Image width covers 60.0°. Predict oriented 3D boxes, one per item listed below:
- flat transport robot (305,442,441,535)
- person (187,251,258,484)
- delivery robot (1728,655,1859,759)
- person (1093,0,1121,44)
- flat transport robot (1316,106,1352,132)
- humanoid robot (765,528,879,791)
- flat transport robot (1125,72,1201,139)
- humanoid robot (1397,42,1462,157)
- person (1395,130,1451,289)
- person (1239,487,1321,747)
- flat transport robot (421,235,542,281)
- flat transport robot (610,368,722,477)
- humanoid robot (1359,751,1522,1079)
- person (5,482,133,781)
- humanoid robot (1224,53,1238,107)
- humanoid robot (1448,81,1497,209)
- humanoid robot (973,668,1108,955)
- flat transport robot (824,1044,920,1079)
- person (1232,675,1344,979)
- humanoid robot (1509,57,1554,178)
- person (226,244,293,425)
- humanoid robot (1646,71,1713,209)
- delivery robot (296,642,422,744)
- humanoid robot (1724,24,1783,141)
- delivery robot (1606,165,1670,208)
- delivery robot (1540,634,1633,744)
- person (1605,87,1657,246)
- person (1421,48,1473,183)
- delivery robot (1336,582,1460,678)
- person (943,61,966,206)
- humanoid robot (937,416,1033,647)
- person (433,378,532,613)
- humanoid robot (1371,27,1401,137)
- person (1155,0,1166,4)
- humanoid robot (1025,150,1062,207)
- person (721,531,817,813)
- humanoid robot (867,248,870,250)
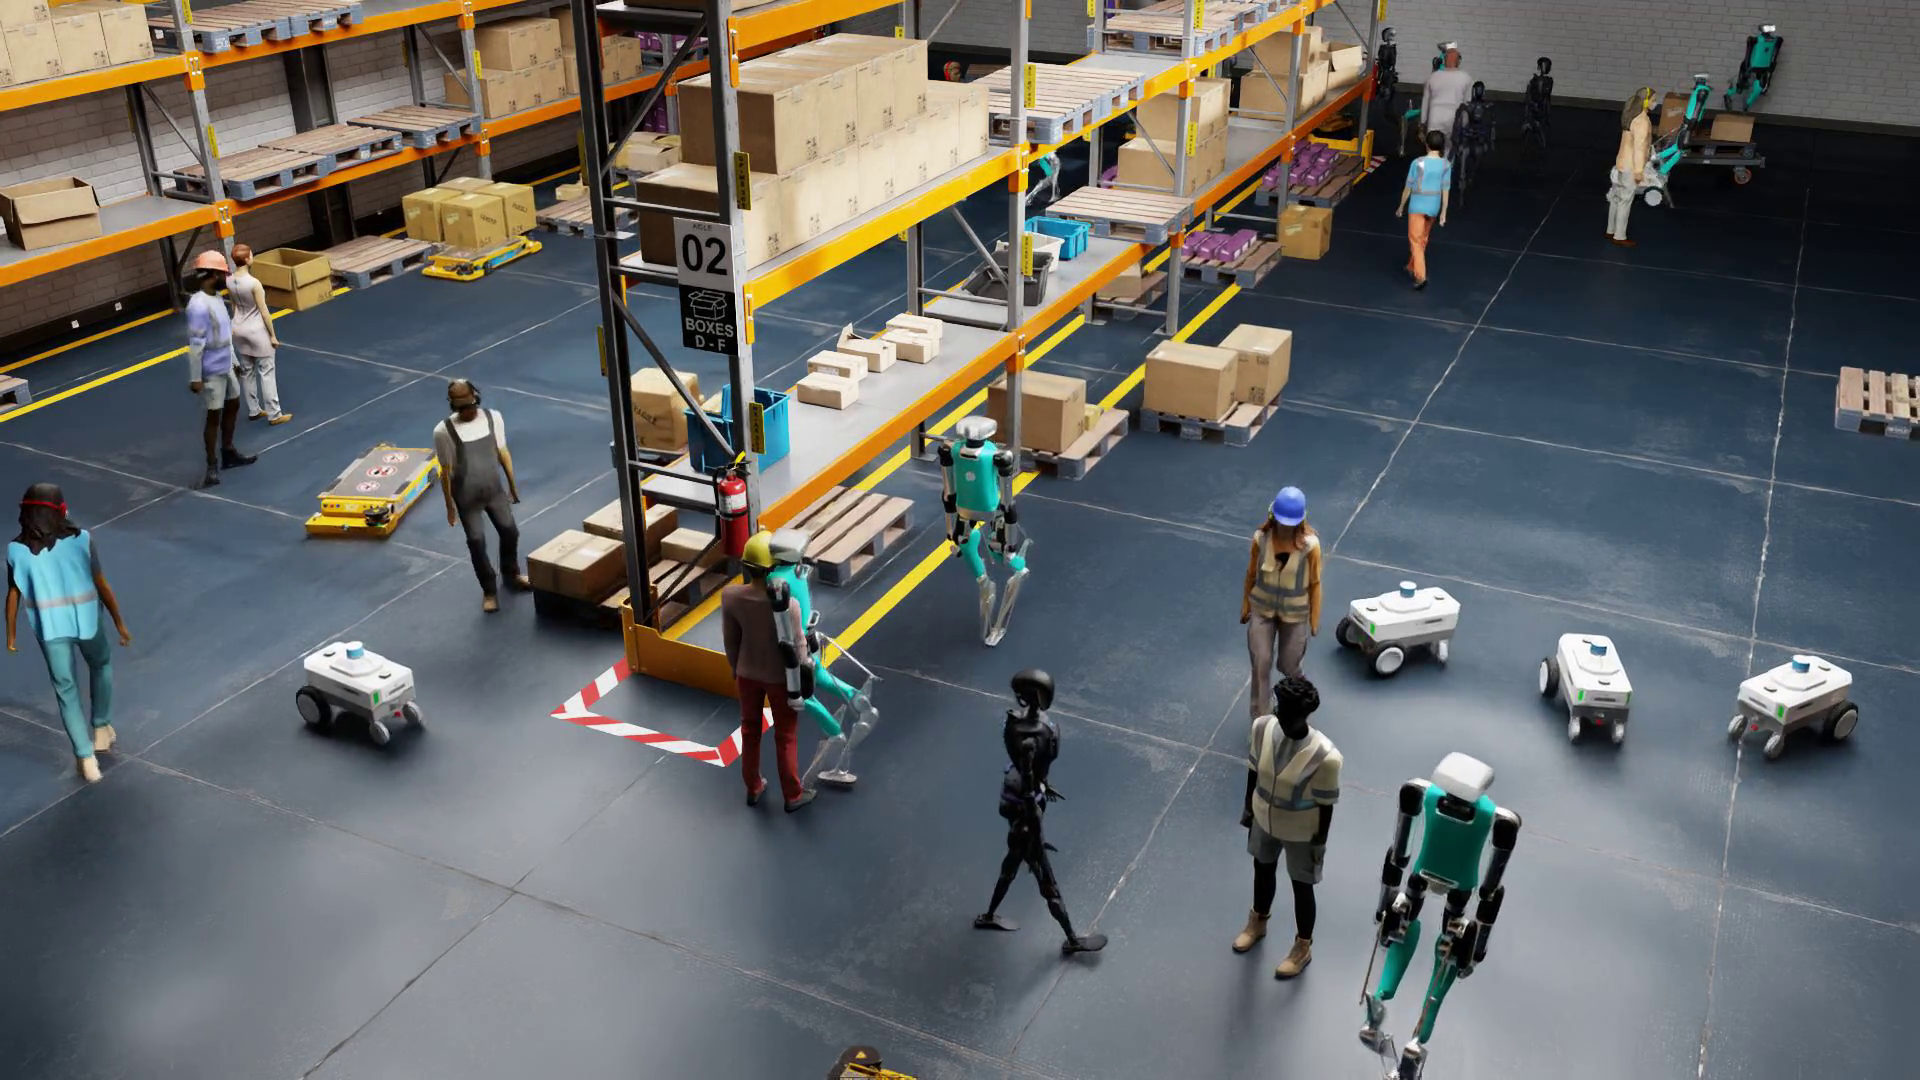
[{"bbox_3d":[-4.752,-0.429,13.646,0.659,0.231,1.431,2,26,5],"label":"flat transport robot"},{"bbox_3d":[-6.209,-1.418,13.824,0.443,1.884,0.737,-1,26,-1],"label":"person"},{"bbox_3d":[5.212,1.000,10.424,0.758,0.583,0.499,-14,30,-26],"label":"delivery robot"},{"bbox_3d":[2.574,-9.053,29.208,0.528,1.924,0.425,18,32,33],"label":"person"},{"bbox_3d":[5.405,-6.692,26.295,1.431,0.231,0.659,21,33,36],"label":"flat transport robot"},{"bbox_3d":[-0.744,0.764,9.588,0.772,1.784,0.567,2,26,4],"label":"humanoid robot"},{"bbox_3d":[3.284,-6.232,25.366,1.431,0.231,0.659,7,27,13],"label":"flat transport robot"},{"bbox_3d":[6.658,-6.278,23.823,0.535,1.741,1.017,-19,32,-34],"label":"humanoid robot"},{"bbox_3d":[5.203,-3.699,18.605,0.509,1.733,0.868,-3,26,-6],"label":"person"},{"bbox_3d":[1.988,0.411,10.270,0.494,1.749,0.591,10,28,19],"label":"person"},{"bbox_3d":[-5.614,-3.351,19.547,0.659,0.231,1.431,10,28,20],"label":"flat transport robot"},{"bbox_3d":[-2.130,-0.672,14.136,0.659,0.231,1.431,8,27,16],"label":"flat transport robot"},{"bbox_3d":[2.030,1.897,7.407,0.545,1.882,0.815,16,31,30],"label":"humanoid robot"},{"bbox_3d":[-5.352,0.516,9.951,0.690,1.839,0.675,-11,29,-22],"label":"person"},{"bbox_3d":[3.914,-6.784,24.897,0.462,1.646,0.599,6,27,12],"label":"humanoid robot"},{"bbox_3d":[6.670,-5.117,21.551,0.609,1.627,0.690,0,26,-1],"label":"humanoid robot"},{"bbox_3d":[0.429,1.356,8.481,0.718,1.636,0.603,4,27,7],"label":"humanoid robot"},{"bbox_3d":[-0.481,2.785,7.153,0.659,0.231,1.431,10,28,19],"label":"flat transport robot"},{"bbox_3d":[1.635,1.413,8.321,0.320,1.691,0.534,-23,34,-38],"label":"person"},{"bbox_3d":[7.955,-5.804,22.926,0.584,1.638,0.586,-18,32,-32],"label":"humanoid robot"},{"bbox_3d":[-6.341,-1.844,14.943,0.430,1.650,0.283,10,28,19],"label":"person"},{"bbox_3d":[9.256,-5.194,21.640,0.736,1.803,0.539,9,28,18],"label":"humanoid robot"},{"bbox_3d":[-3.820,0.920,10.582,0.773,0.582,0.499,15,30,28],"label":"delivery robot"},{"bbox_3d":[11.942,-6.965,25.247,0.536,1.769,1.035,-2,26,-5],"label":"humanoid robot"},{"bbox_3d":[8.995,-4.728,22.013,0.802,0.600,0.499,12,29,24],"label":"delivery robot"},{"bbox_3d":[4.036,0.899,10.626,0.499,0.581,0.768,4,27,7],"label":"delivery robot"},{"bbox_3d":[8.095,-4.514,20.090,0.403,1.877,0.554,2,26,4],"label":"person"},{"bbox_3d":[6.529,-5.658,22.393,0.660,1.872,0.837,9,28,18],"label":"person"},{"bbox_3d":[2.977,0.584,11.297,0.785,0.614,0.510,-8,27,-16],"label":"delivery robot"},{"bbox_3d":[-0.143,-5.319,21.744,0.388,1.847,0.563,13,29,25],"label":"person"},{"bbox_3d":[0.216,-0.024,11.292,0.540,1.888,0.730,12,29,23],"label":"humanoid robot"},{"bbox_3d":[-3.383,-0.335,11.727,0.582,1.809,0.482,-20,33,-35],"label":"person"},{"bbox_3d":[6.508,-6.941,25.221,0.609,1.631,0.588,-6,27,-13],"label":"humanoid robot"},{"bbox_3d":[3.408,-8.156,27.566,0.526,1.776,1.000,-22,34,-37],"label":"person"},{"bbox_3d":[1.105,-5.173,21.615,0.967,1.745,0.552,-13,29,-25],"label":"humanoid robot"},{"bbox_3d":[-1.100,0.761,9.553,0.523,1.769,0.312,10,28,19],"label":"person"},{"bbox_3d":[-1.394,-4.185,19.667,0.675,1.635,0.592,-18,32,-33],"label":"humanoid robot"}]
